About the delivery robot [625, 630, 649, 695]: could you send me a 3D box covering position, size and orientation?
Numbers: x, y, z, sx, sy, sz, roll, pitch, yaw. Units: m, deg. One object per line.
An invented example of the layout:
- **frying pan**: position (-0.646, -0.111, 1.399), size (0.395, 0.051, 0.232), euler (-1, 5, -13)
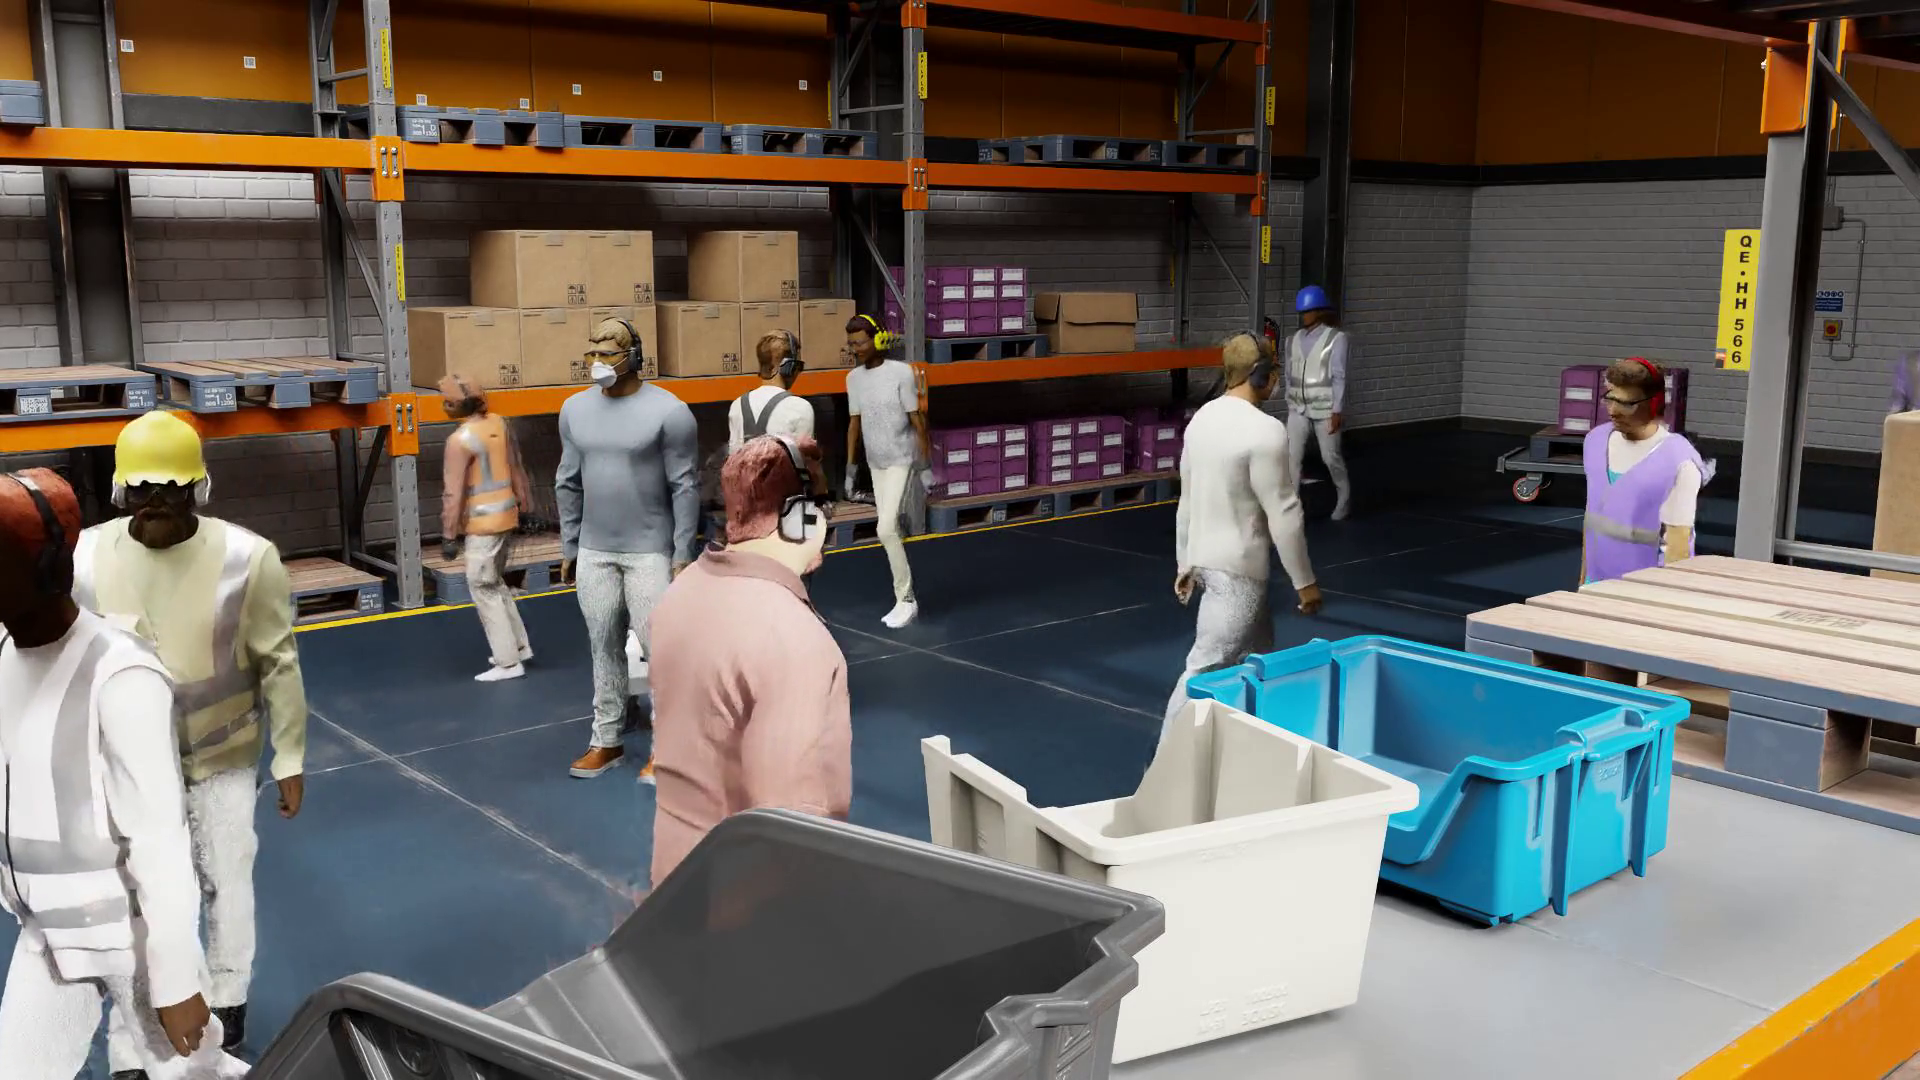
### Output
- **delivery robot**: position (-1.332, 0.531, 7.813), size (0.707, 0.478, 0.477), euler (-4, 11, -23)

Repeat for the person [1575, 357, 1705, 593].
- **person**: position (2.539, 0.206, 6.343), size (0.457, 1.816, 0.624), euler (-4, 11, -19)

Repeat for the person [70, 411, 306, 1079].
- **person**: position (-2.042, 0.571, 4.345), size (0.619, 1.810, 0.680), euler (-3, 10, -15)

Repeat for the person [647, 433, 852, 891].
- **person**: position (-0.517, 0.716, 3.407), size (0.872, 1.864, 0.671), euler (-7, 12, -35)

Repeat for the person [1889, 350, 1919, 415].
- **person**: position (6.399, -0.631, 10.882), size (0.602, 1.886, 0.901), euler (7, 12, 34)

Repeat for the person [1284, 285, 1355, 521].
- **person**: position (2.839, -1.051, 13.144), size (0.602, 1.919, 0.927), euler (9, 14, 42)

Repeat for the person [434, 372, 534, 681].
- **person**: position (-2.407, -0.058, 8.457), size (0.354, 1.602, 0.586), euler (1, 10, 8)

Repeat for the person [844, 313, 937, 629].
- **person**: position (-0.442, -0.403, 9.726), size (0.562, 1.834, 0.558), euler (9, 13, 41)

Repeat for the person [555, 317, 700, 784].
- **person**: position (-1.384, 0.049, 6.901), size (0.637, 1.938, 0.355), euler (3, 11, 18)

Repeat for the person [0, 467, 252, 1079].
- **person**: position (-1.619, 0.744, 3.336), size (0.590, 1.842, 0.939), euler (6, 12, 31)

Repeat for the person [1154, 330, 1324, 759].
- **person**: position (1.180, 0.118, 6.646), size (0.905, 1.902, 0.644), euler (-3, 10, -14)

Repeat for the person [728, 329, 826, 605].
- **person**: position (-0.849, -0.063, 7.809), size (0.506, 1.840, 0.346), euler (7, 12, 35)
